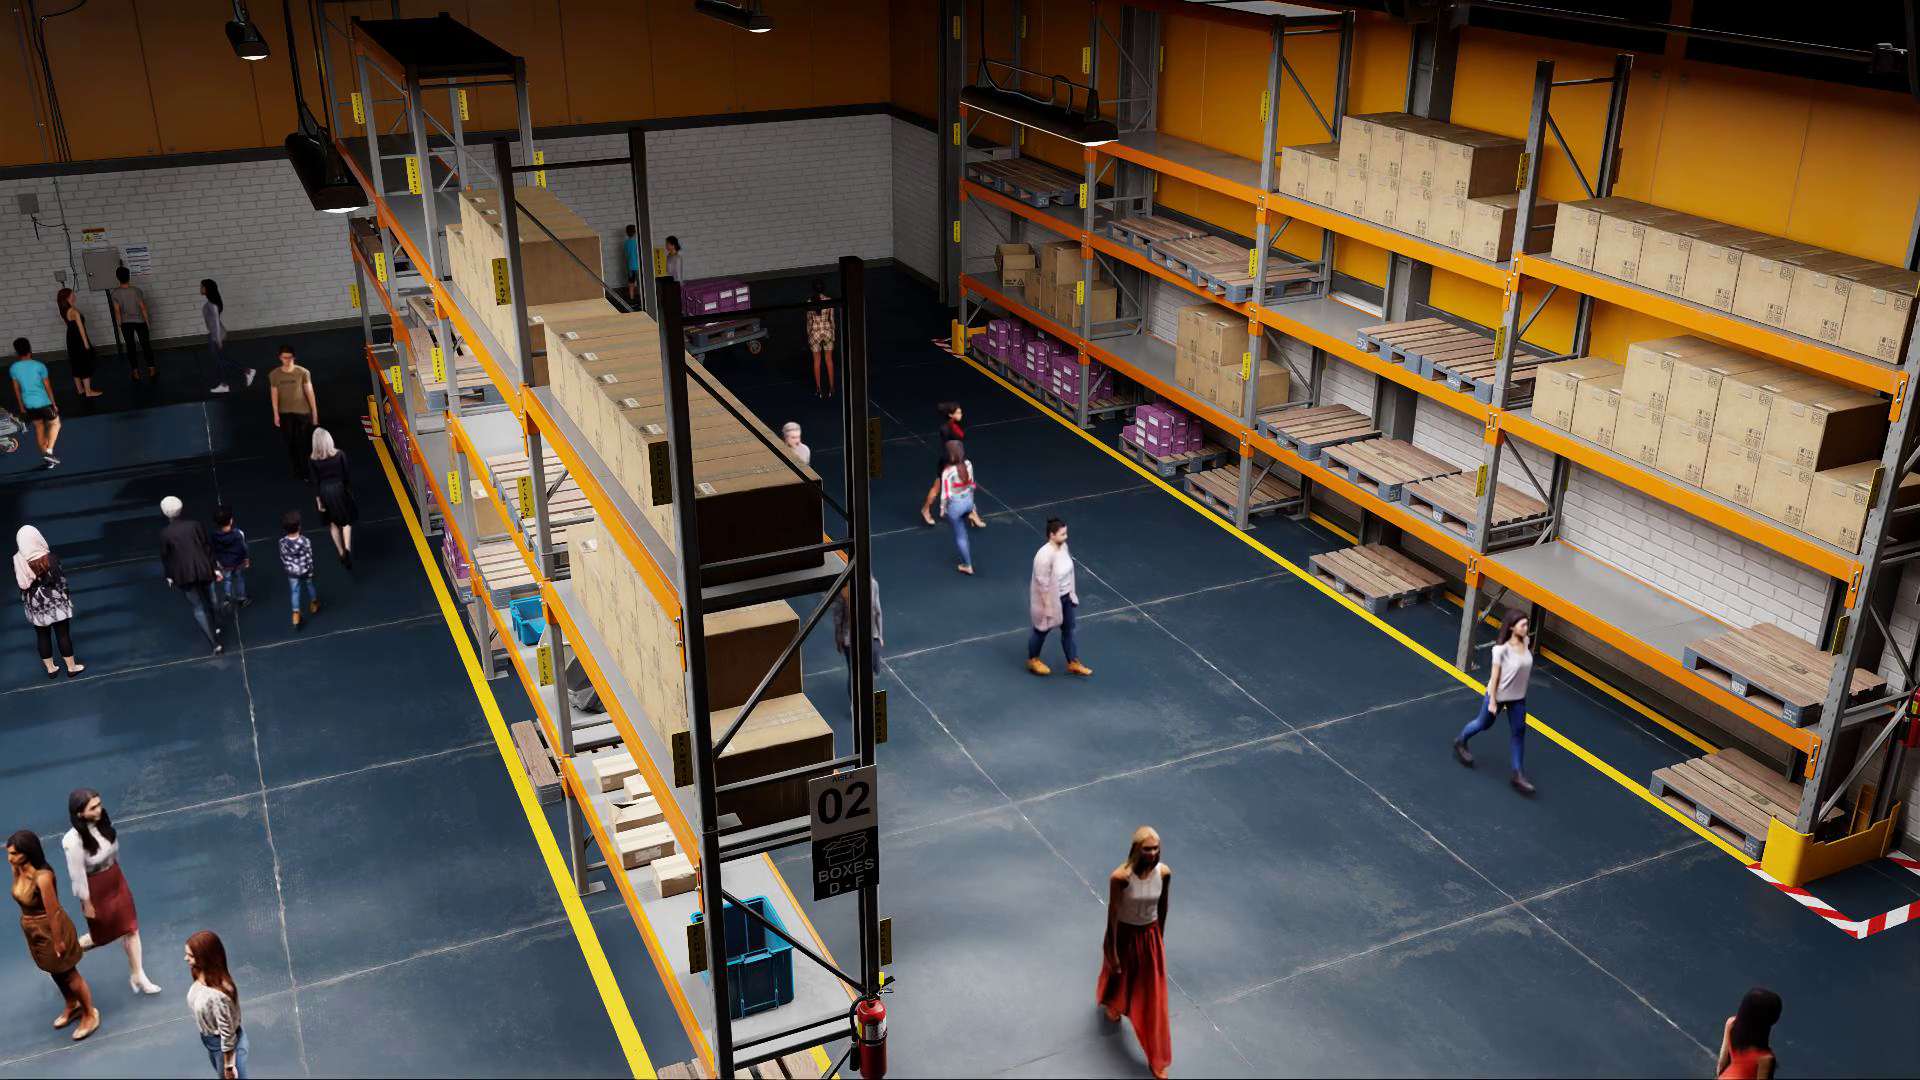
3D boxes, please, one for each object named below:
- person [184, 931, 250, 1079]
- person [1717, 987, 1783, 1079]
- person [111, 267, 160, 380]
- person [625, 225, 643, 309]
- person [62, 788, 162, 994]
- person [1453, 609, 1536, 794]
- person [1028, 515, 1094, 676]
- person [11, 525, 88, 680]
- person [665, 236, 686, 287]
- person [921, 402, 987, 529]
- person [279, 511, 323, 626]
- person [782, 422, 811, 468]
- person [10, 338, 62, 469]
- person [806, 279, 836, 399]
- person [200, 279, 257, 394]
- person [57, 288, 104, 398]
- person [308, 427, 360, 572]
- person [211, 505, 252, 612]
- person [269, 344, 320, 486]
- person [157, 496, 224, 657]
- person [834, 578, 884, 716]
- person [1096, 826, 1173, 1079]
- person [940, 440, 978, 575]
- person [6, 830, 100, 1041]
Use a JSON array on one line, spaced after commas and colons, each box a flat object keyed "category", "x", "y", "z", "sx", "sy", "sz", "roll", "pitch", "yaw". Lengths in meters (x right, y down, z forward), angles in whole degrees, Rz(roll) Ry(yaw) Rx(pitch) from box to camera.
[{"category": "person", "x": -4.615, "y": 3.173, "z": 10.484, "sx": 0.655, "sy": 1.728, "sz": 0.493, "roll": -16, "pitch": 28, "yaw": -32}, {"category": "person", "x": 4.594, "y": 3.414, "z": 9.966, "sx": 0.794, "sy": 1.702, "sz": 0.940, "roll": -5, "pitch": 24, "yaw": -11}, {"category": "person", "x": -12.599, "y": -3.316, "z": 25.335, "sx": 0.604, "sy": 1.724, "sz": 0.522, "roll": -10, "pitch": 25, "yaw": -21}, {"category": "person", "x": -5.680, "y": -4.787, "z": 29.044, "sx": 0.572, "sy": 1.448, "sz": 0.662, "roll": 14, "pitch": 27, "yaw": 30}, {"category": "person", "x": -6.222, "y": 2.541, "z": 11.929, "sx": 0.991, "sy": 1.728, "sz": 1.017, "roll": 4, "pitch": 24, "yaw": 8}, {"category": "person", "x": 4.734, "y": 1.375, "z": 14.700, "sx": 0.684, "sy": 1.646, "sz": 1.148, "roll": -14, "pitch": 27, "yaw": -28}, {"category": "person", "x": 0.840, "y": 0.549, "z": 16.496, "sx": 1.050, "sy": 1.720, "sz": 0.941, "roll": 16, "pitch": 28, "yaw": 32}, {"category": "person", "x": -9.054, "y": 0.606, "z": 16.469, "sx": 0.714, "sy": 1.638, "sz": 0.732, "roll": -2, "pitch": 24, "yaw": -5}, {"category": "person", "x": -4.553, "y": -4.062, "z": 26.995, "sx": 0.763, "sy": 1.761, "sz": 0.832, "roll": -17, "pitch": 29, "yaw": -34}, {"category": "person", "x": -0.192, "y": -0.861, "z": 19.890, "sx": 1.105, "sy": 1.586, "sz": 1.016, "roll": 10, "pitch": 25, "yaw": 21}, {"category": "person", "x": -7.047, "y": 0.313, "z": 17.654, "sx": 0.645, "sy": 1.226, "sz": 0.904, "roll": -3, "pitch": 24, "yaw": -8}, {"category": "person", "x": -1.946, "y": -0.471, "z": 18.679, "sx": 0.678, "sy": 1.843, "sz": 0.862, "roll": -11, "pitch": 26, "yaw": -24}, {"category": "person", "x": -12.051, "y": -1.739, "z": 21.678, "sx": 0.732, "sy": 1.763, "sz": 0.785, "roll": -3, "pitch": 24, "yaw": -7}, {"category": "person", "x": -2.037, "y": -2.967, "z": 24.447, "sx": 0.635, "sy": 1.794, "sz": 0.627, "roll": -4, "pitch": 24, "yaw": -9}, {"category": "person", "x": -10.894, "y": -3.017, "z": 24.655, "sx": 0.667, "sy": 1.721, "sz": 0.828, "roll": -10, "pitch": 25, "yaw": -21}, {"category": "person", "x": -13.053, "y": -2.930, "z": 24.576, "sx": 0.635, "sy": 1.624, "sz": 0.726, "roll": 17, "pitch": 29, "yaw": 33}, {"category": "person", "x": -7.019, "y": -0.421, "z": 18.705, "sx": 0.622, "sy": 1.730, "sz": 0.964, "roll": -10, "pitch": 25, "yaw": -21}, {"category": "person", "x": -7.870, "y": 0.217, "z": 17.894, "sx": 0.660, "sy": 1.210, "sz": 0.758, "roll": 0, "pitch": 24, "yaw": -1}, {"category": "person", "x": -8.544, "y": -1.650, "z": 21.386, "sx": 0.726, "sy": 1.834, "sz": 0.703, "roll": -8, "pitch": 25, "yaw": -17}, {"category": "person", "x": -7.726, "y": 0.397, "z": 16.920, "sx": 0.848, "sy": 1.753, "sz": 0.984, "roll": -15, "pitch": 28, "yaw": -30}, {"category": "person", "x": -0.978, "y": 0.883, "z": 15.735, "sx": 0.643, "sy": 1.719, "sz": 0.719, "roll": -9, "pitch": 25, "yaw": -20}, {"category": "person", "x": 1.159, "y": 2.727, "z": 11.471, "sx": 0.840, "sy": 1.754, "sz": 1.296, "roll": -5, "pitch": 24, "yaw": -11}, {"category": "person", "x": 0.052, "y": -0.347, "z": 18.703, "sx": 0.694, "sy": 1.596, "sz": 0.698, "roll": -19, "pitch": 30, "yaw": -37}, {"category": "person", "x": -6.328, "y": 2.731, "z": 11.552, "sx": 0.606, "sy": 1.683, "sz": 0.701, "roll": 14, "pitch": 27, "yaw": 29}]
